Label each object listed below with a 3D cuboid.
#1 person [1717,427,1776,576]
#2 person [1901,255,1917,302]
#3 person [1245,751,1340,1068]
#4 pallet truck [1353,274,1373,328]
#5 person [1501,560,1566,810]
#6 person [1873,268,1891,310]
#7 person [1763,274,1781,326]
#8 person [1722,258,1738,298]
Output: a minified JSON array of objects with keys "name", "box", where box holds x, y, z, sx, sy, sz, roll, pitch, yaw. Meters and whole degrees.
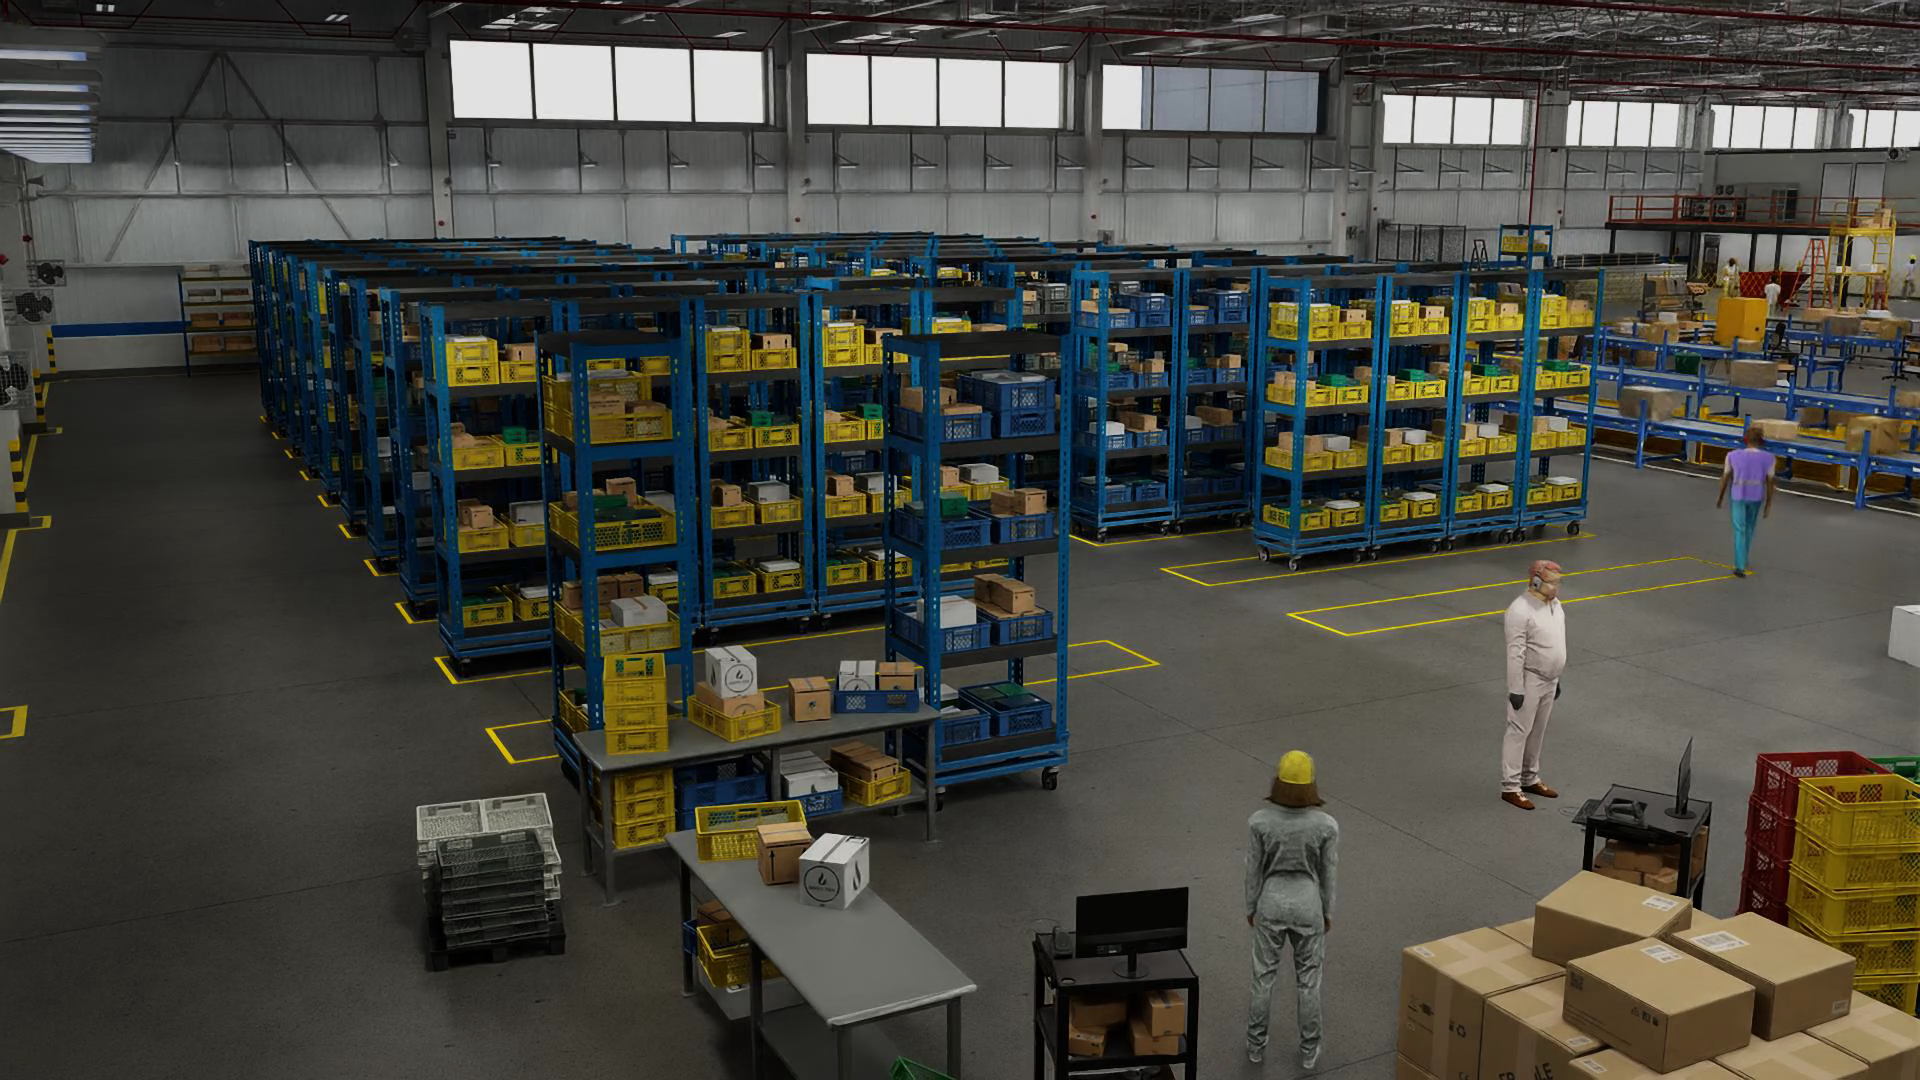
[{"name":"person","box":[9.620,-0.487,20.358,0.572,1.795,0.988,2,12,11]},{"name":"person","box":[38.383,-10.537,67.076,0.624,1.901,0.704,-6,13,-26]},{"name":"person","box":[1.781,1.977,8.967,0.485,1.735,0.344,2,12,11]},{"name":"pallet truck","box":[13.011,-8.050,55.243,0.823,1.965,1.885,-7,14,-28]},{"name":"person","box":[4.407,1.086,12.722,0.643,1.910,0.411,-11,16,-42]},{"name":"person","box":[33.122,-8.902,59.794,0.524,1.761,0.336,7,14,30]},{"name":"person","box":[26.219,-7.659,53.776,0.522,1.849,0.735,3,12,12]},{"name":"person","box":[30.339,-10.196,65.577,0.602,1.875,0.472,2,12,10]}]
